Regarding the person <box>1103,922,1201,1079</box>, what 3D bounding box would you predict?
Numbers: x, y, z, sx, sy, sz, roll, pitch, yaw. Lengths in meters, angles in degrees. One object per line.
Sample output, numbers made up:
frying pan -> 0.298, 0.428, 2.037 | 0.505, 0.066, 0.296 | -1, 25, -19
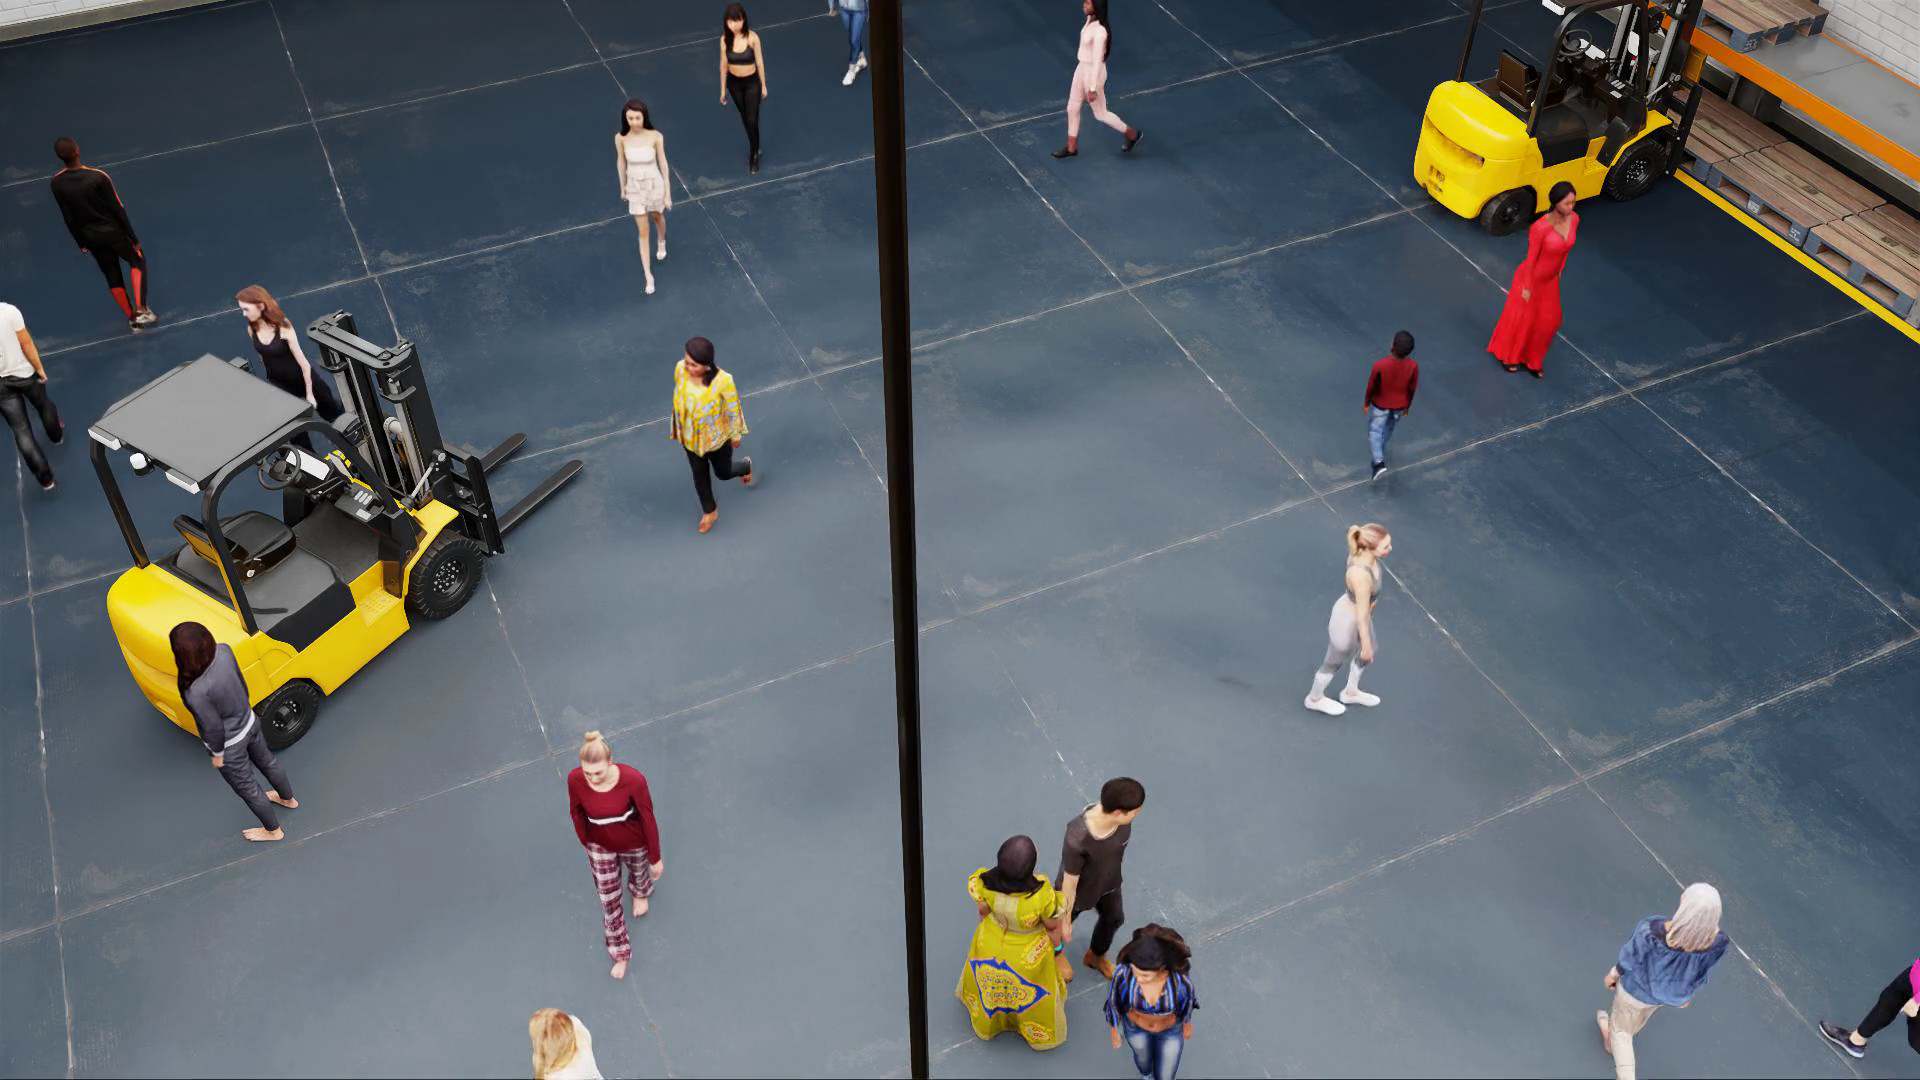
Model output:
person -> 0.995, 2.428, 8.589 | 0.750, 1.608, 0.782 | 6, 44, 6

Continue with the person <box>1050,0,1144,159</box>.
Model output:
person -> 1.329, -4.336, 15.627 | 0.904, 1.693, 1.125 | -6, 44, -6

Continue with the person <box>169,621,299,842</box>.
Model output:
person -> -4.305, 1.120, 9.845 | 0.753, 1.768, 0.636 | 4, 44, 4

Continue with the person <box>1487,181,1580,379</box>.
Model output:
person -> 4.553, -2.105, 13.237 | 0.626, 1.771, 0.708 | -17, 46, -17

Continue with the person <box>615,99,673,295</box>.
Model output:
person -> -2.660, -3.022, 14.254 | 0.866, 1.685, 1.132 | -2, 44, -2

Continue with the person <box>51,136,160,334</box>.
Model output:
person -> -6.979, -2.434, 13.550 | 0.721, 1.804, 0.718 | -8, 44, -8

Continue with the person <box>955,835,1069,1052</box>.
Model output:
person -> 0.305, 2.136, 8.865 | 0.996, 1.660, 1.054 | 14, 45, 14

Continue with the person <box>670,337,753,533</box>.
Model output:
person -> -1.768, -0.791, 11.983 | 1.003, 1.588, 1.053 | 17, 46, 17

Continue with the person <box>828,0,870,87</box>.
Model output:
person -> -1.048, -5.452, 16.968 | 0.863, 1.458, 0.890 | 21, 48, 21

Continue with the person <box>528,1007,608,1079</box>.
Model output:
person -> -1.737, 2.783, 8.097 | 1.135, 1.773, 1.161 | 10, 44, 10

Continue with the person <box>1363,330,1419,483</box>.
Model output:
person -> 3.229, -0.999, 12.454 | 0.699, 1.239, 0.877 | -1, 44, -1

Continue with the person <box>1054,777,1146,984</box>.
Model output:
person -> 0.664, 1.810, 9.183 | 0.780, 1.684, 0.752 | -20, 47, -20

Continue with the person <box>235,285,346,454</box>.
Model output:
person -> -4.885, -1.225, 12.344 | 0.989, 1.718, 1.127 | 3, 44, 3

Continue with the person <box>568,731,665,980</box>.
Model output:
person -> -1.912, 1.621, 9.386 | 0.802, 1.677, 1.011 | -5, 44, -6

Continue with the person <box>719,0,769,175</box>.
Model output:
person -> -2.010, -4.316, 15.655 | 0.751, 1.626, 0.839 | 5, 44, 5

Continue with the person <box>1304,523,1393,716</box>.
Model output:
person -> 2.388, 0.509, 10.542 | 0.862, 1.693, 0.807 | 10, 44, 10

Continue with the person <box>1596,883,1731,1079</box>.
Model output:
person -> 3.592, 2.386, 8.591 | 0.915, 1.677, 1.128 | 2, 44, 2

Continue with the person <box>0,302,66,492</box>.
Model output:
person -> -7.006, -1.161, 12.252 | 0.642, 1.761, 1.107 | -17, 46, -17
